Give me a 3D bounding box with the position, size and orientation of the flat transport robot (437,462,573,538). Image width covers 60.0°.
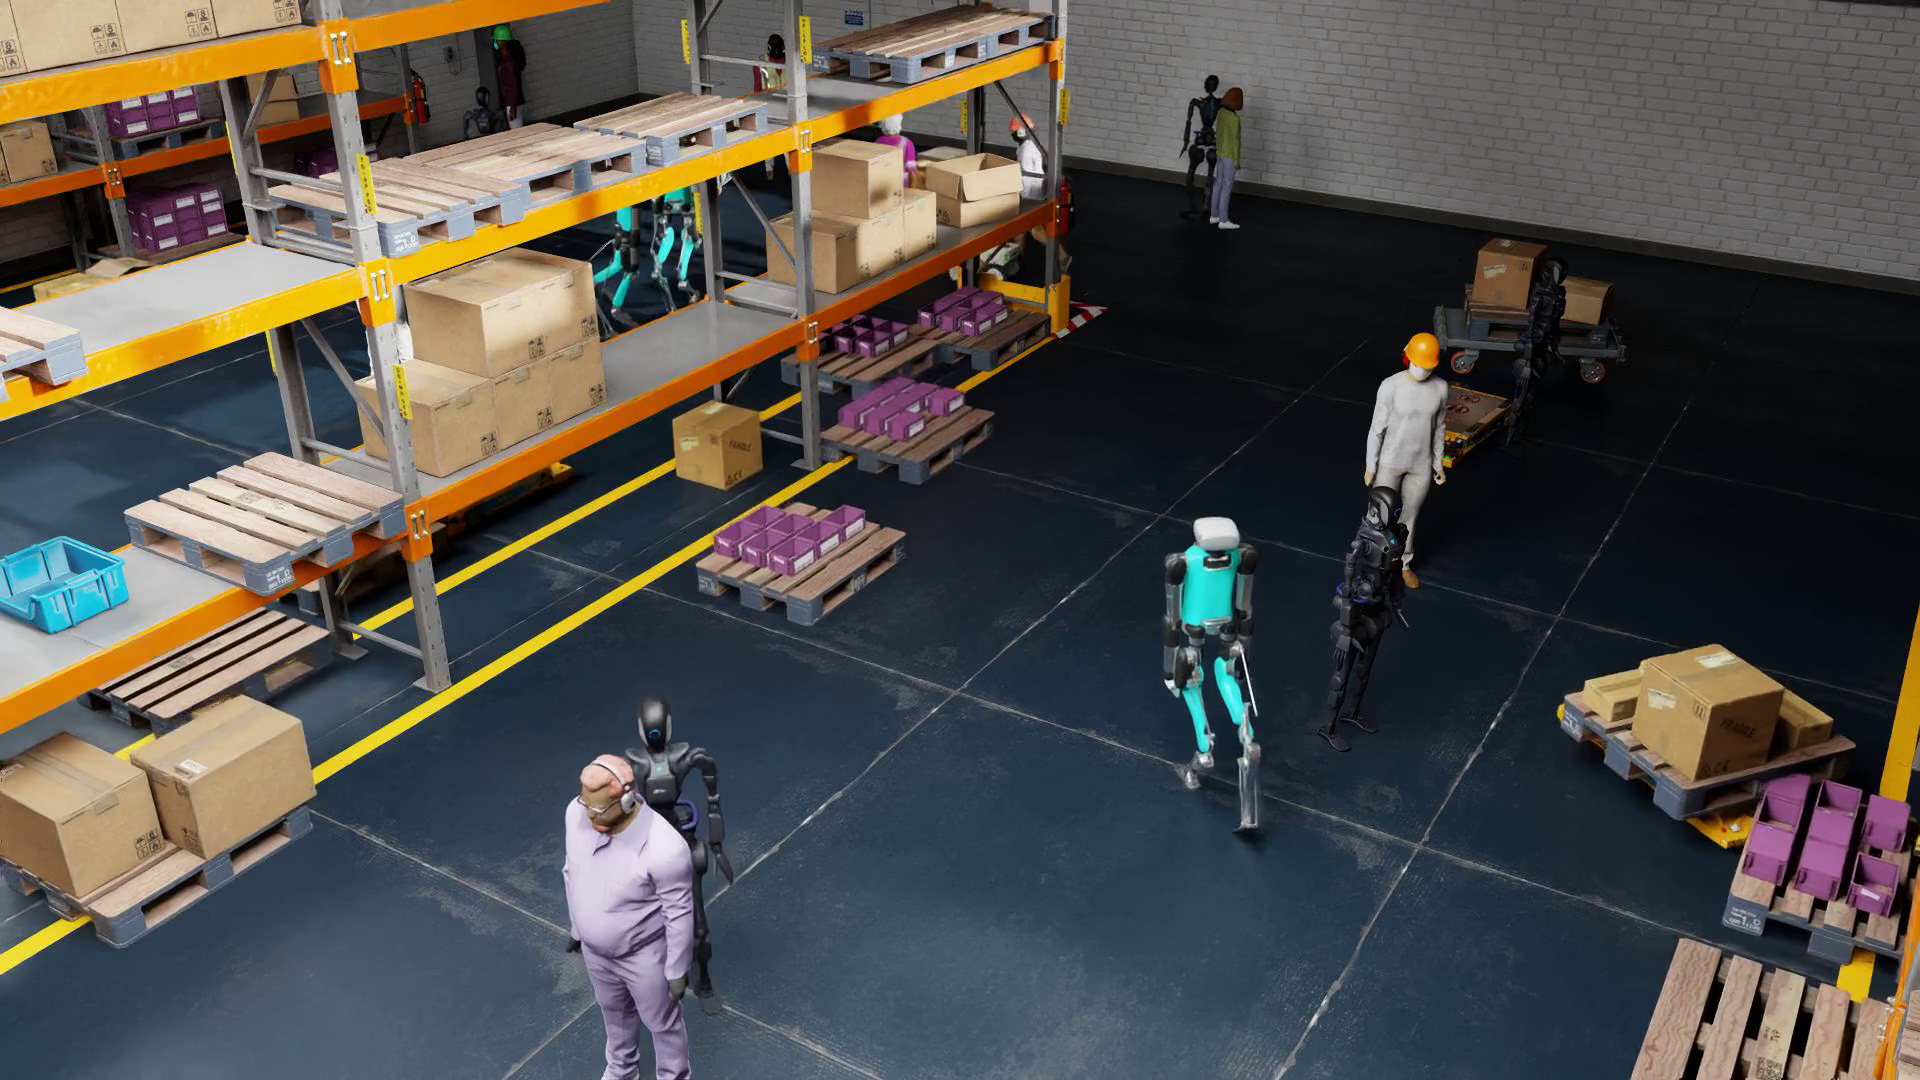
[{"bbox_3d":[-3.771,-0.395,12.976,0.659,0.231,1.431,16,31,29],"label":"flat transport robot"}]

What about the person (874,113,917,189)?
[{"bbox_3d":[-0.689,-3.694,17.754,0.550,1.830,0.408,7,28,13],"label":"person"}]

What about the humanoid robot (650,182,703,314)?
[{"bbox_3d":[-2.826,-3.037,16.539,0.545,1.754,0.931,3,27,5],"label":"humanoid robot"}]

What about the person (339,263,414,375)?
[{"bbox_3d":[-5.196,-2.289,14.864,0.634,1.939,0.361,-3,27,-5],"label":"person"}]

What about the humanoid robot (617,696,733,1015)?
[{"bbox_3d":[-1.369,1.468,7.745,0.598,1.648,0.475,-7,28,-13],"label":"humanoid robot"}]

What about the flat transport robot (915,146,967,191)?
[{"bbox_3d":[-0.439,-3.649,19.389,1.431,0.231,0.659,20,33,34],"label":"flat transport robot"}]

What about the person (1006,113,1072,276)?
[{"bbox_3d":[0.835,-3.733,17.965,0.760,1.717,0.589,1,27,2],"label":"person"}]

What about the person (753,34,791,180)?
[{"bbox_3d":[-2.336,-5.585,21.467,0.624,1.843,0.429,-8,28,-16],"label":"person"}]

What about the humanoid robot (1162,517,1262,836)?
[{"bbox_3d":[1.452,0.813,8.993,0.537,1.766,0.973,-7,28,-14],"label":"humanoid robot"}]

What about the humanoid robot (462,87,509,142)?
[{"bbox_3d":[-5.530,-4.515,19.543,0.601,1.636,0.501,-2,27,-4],"label":"humanoid robot"}]

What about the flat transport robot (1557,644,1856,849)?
[{"bbox_3d":[4.219,1.267,9.702,0.659,0.231,1.431,-9,28,-18],"label":"flat transport robot"}]

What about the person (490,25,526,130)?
[{"bbox_3d":[-5.746,-5.636,21.446,0.418,1.952,0.488,-8,28,-16],"label":"person"}]

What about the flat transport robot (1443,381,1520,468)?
[{"bbox_3d":[4.180,-0.992,14.152,0.659,0.231,1.431,20,33,34],"label":"flat transport robot"}]

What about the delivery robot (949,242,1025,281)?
[{"bbox_3d":[0.287,-3.025,17.861,0.812,0.611,0.499,13,30,24],"label":"delivery robot"}]

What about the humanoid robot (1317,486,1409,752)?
[{"bbox_3d":[2.395,0.439,9.762,0.599,1.657,0.315,-20,33,-34],"label":"humanoid robot"}]

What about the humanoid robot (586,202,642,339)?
[{"bbox_3d":[-3.319,-2.651,15.819,0.842,1.797,0.530,-12,29,-23],"label":"humanoid robot"}]

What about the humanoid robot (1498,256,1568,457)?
[{"bbox_3d":[4.733,-1.518,13.617,0.315,1.657,0.599,24,35,39],"label":"humanoid robot"}]

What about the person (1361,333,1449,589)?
[{"bbox_3d":[3.073,-0.535,11.467,0.572,1.889,0.374,-3,27,-7],"label":"person"}]

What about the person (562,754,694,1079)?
[{"bbox_3d":[-1.413,1.715,7.015,0.638,1.905,0.405,16,31,29],"label":"person"}]

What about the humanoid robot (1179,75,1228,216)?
[{"bbox_3d":[2.945,-4.723,19.948,0.604,1.634,0.432,-6,27,-11],"label":"humanoid robot"}]

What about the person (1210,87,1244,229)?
[{"bbox_3d":[3.152,-4.492,19.539,0.265,1.631,0.506,-8,28,-15],"label":"person"}]
